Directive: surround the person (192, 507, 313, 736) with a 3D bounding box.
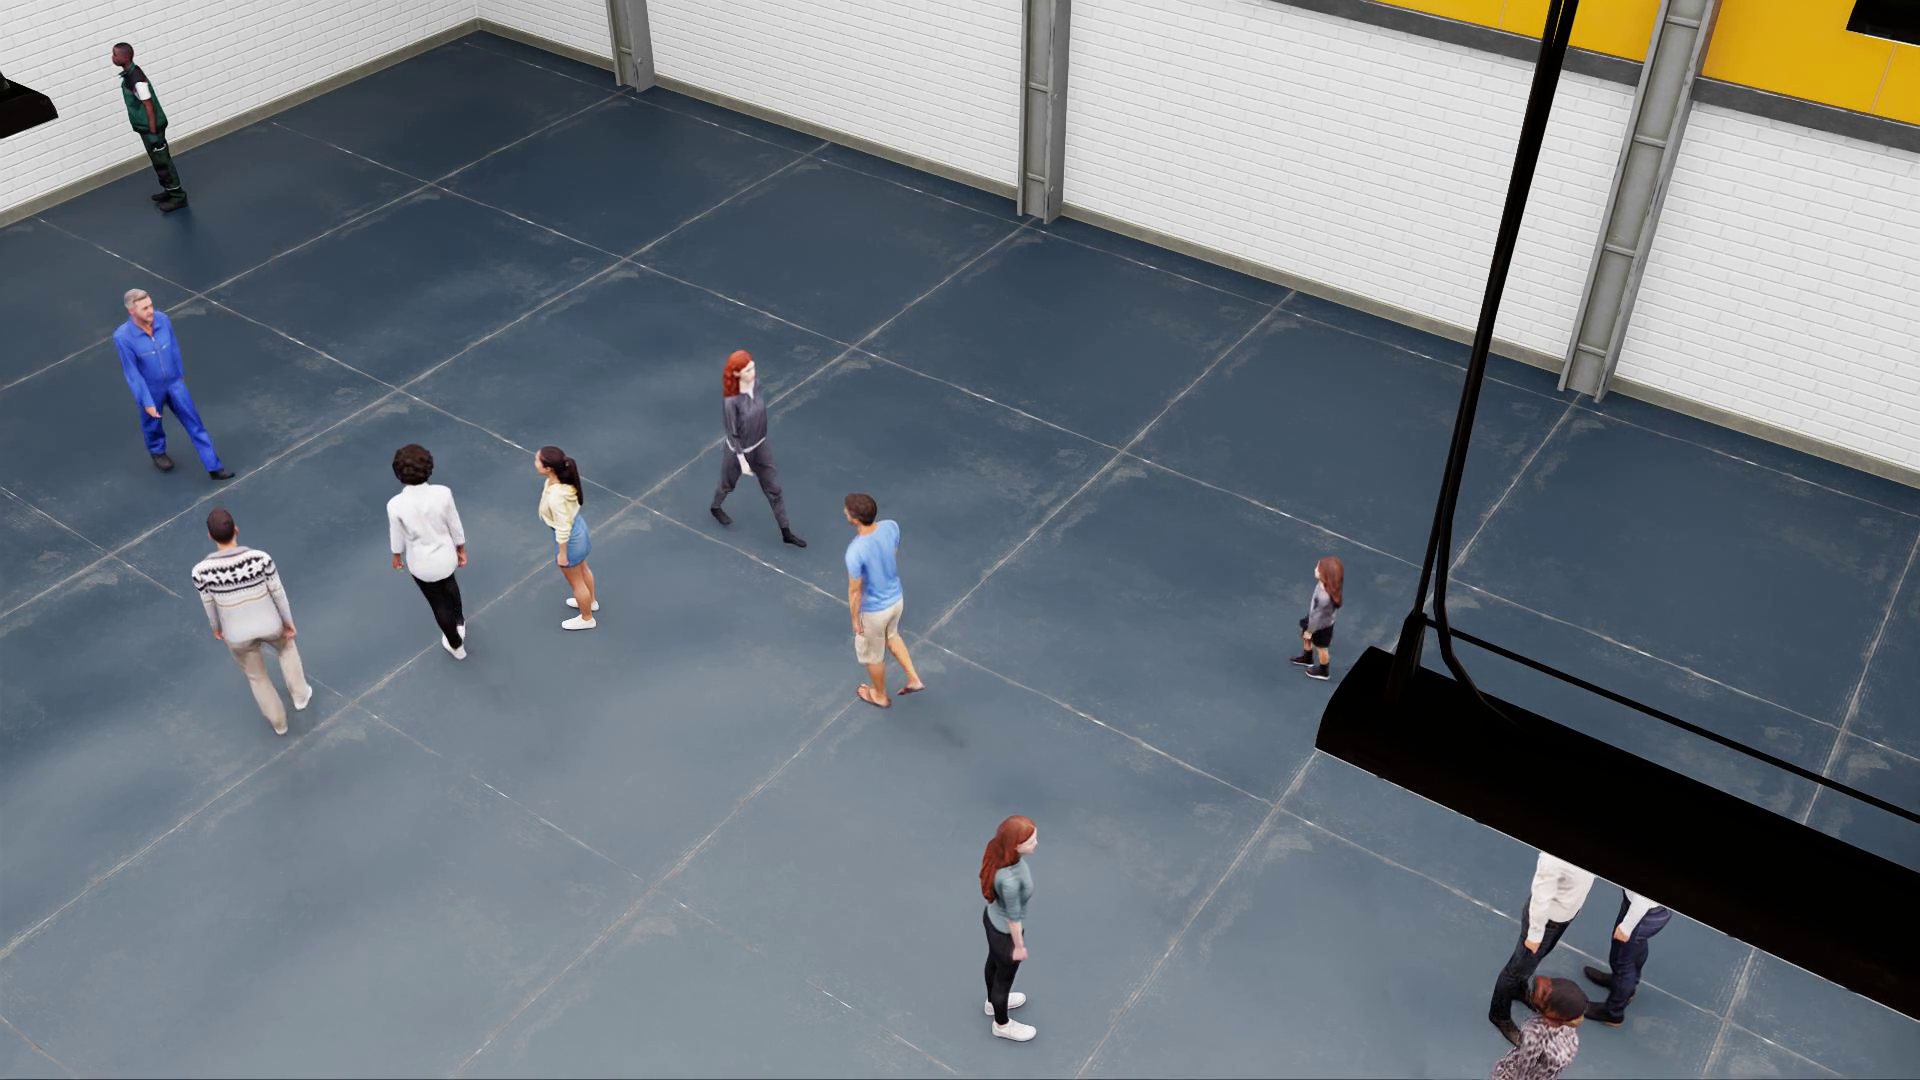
[{"bbox_3d":[-4.839,0.632,11.392,0.795,1.844,0.808,-18,42,-21],"label":"person"}]

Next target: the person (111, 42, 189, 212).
[{"bbox_3d":[-8.636,-4.418,17.719,0.824,1.840,0.674,-23,44,-26],"label":"person"}]

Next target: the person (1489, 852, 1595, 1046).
[{"bbox_3d":[3.358,2.131,9.496,0.591,1.868,0.693,32,48,33],"label":"person"}]

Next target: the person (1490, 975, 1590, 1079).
[{"bbox_3d":[2.909,2.812,8.775,0.703,1.702,0.735,-21,43,-24],"label":"person"}]

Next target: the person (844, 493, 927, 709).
[{"bbox_3d":[-0.508,0.467,11.597,0.802,1.846,0.690,31,48,33],"label":"person"}]

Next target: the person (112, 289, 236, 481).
[{"bbox_3d":[-6.736,-1.284,13.852,1.196,1.768,0.746,26,45,28],"label":"person"}]

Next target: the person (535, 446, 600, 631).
[{"bbox_3d":[-2.909,-0.027,12.388,0.740,1.631,0.723,1,39,1],"label":"person"}]

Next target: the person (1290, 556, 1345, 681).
[{"bbox_3d":[2.675,0.581,12.058,0.602,1.093,0.553,7,39,9],"label":"person"}]

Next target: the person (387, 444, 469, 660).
[{"bbox_3d":[-3.788,0.152,12.037,0.746,1.790,0.763,-26,45,-28],"label":"person"}]

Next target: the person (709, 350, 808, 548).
[{"bbox_3d":[-1.765,-0.726,13.182,1.178,1.732,0.616,25,45,28],"label":"person"}]

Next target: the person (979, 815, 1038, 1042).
[{"bbox_3d":[0.262,2.204,9.505,0.723,1.743,0.671,-4,39,-5],"label":"person"}]
